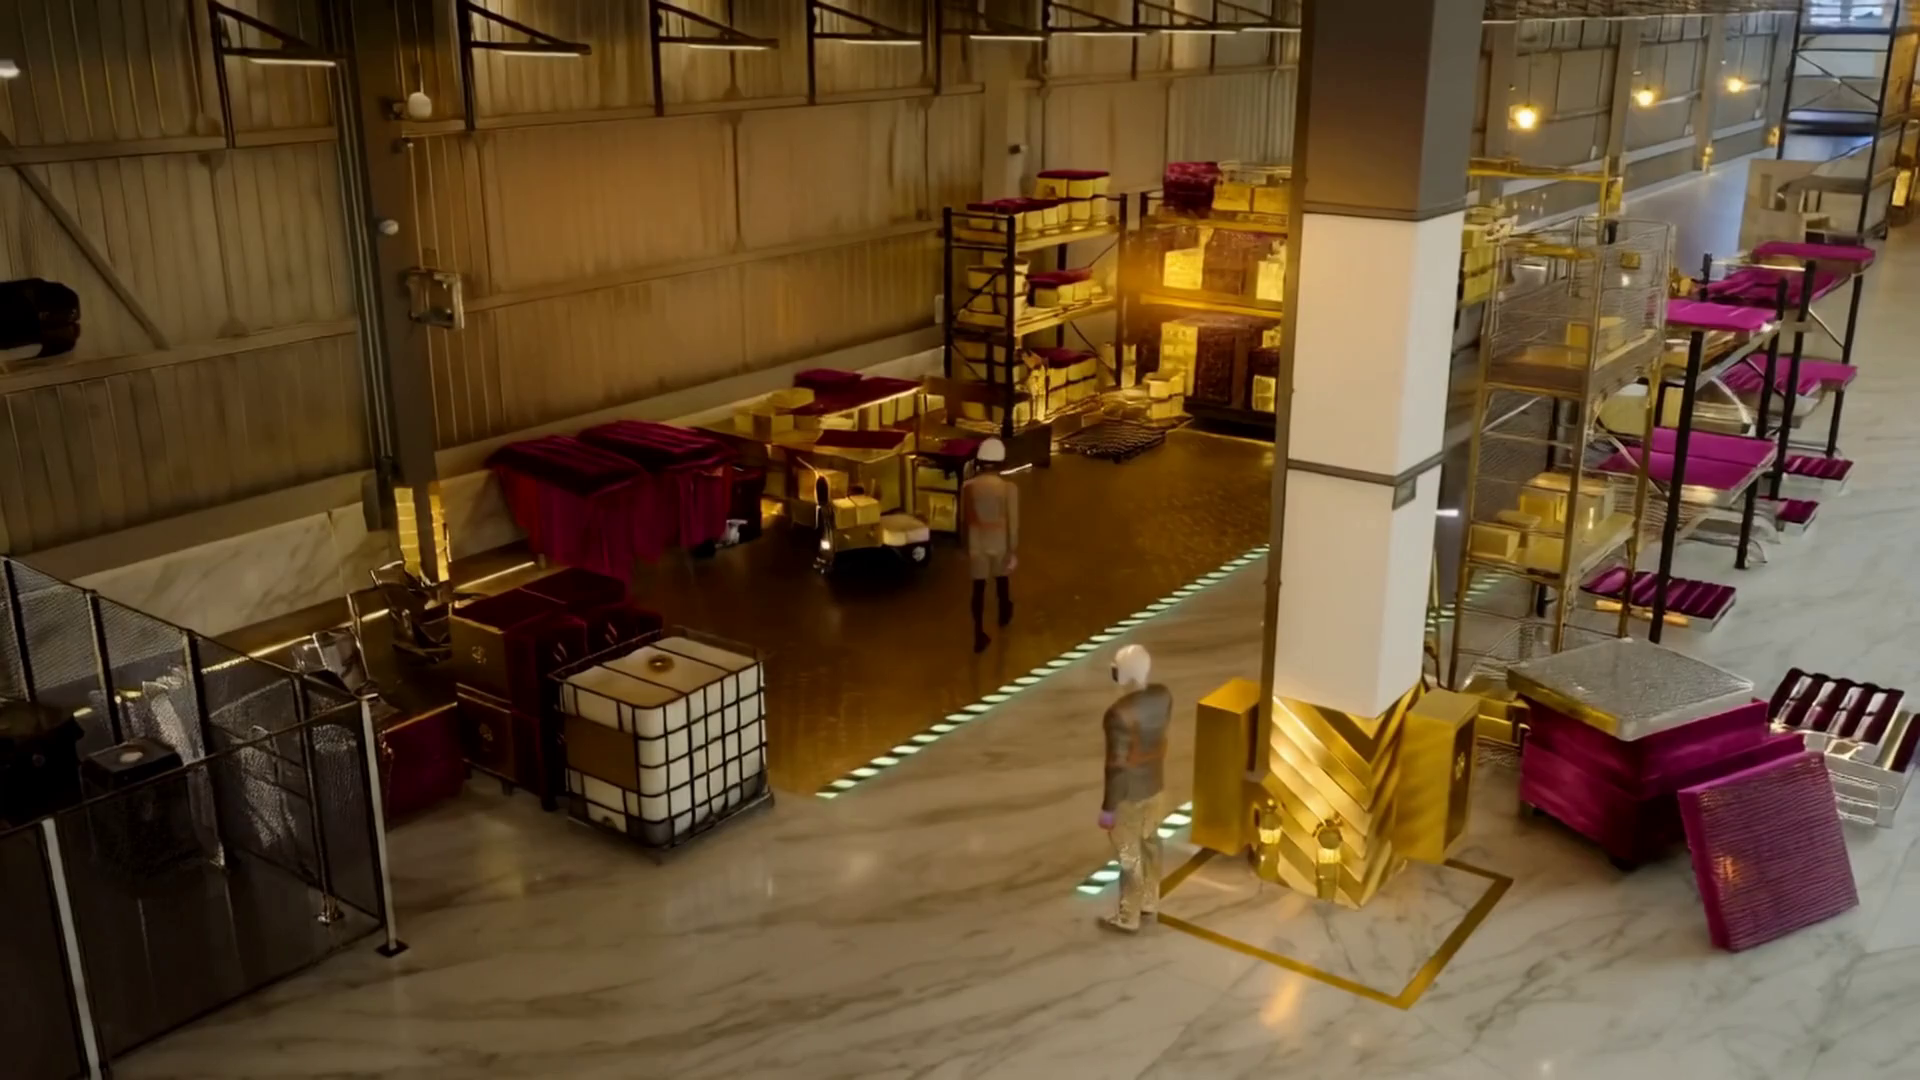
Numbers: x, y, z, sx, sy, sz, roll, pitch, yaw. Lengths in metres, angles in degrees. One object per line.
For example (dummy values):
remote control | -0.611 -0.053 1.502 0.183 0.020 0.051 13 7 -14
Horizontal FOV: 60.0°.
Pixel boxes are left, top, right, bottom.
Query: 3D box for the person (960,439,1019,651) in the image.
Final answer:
person | 0.280 0.002 15.180 0.566 1.882 1.011 4 19 13

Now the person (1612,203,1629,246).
person | 12.611 -5.514 31.996 0.372 1.935 0.629 14 23 36

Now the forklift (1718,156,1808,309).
forklift | 15.254 -5.803 31.380 1.129 2.768 1.873 13 22 34

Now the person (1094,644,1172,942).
person | 1.067 1.562 10.328 0.372 1.939 0.629 14 23 36
